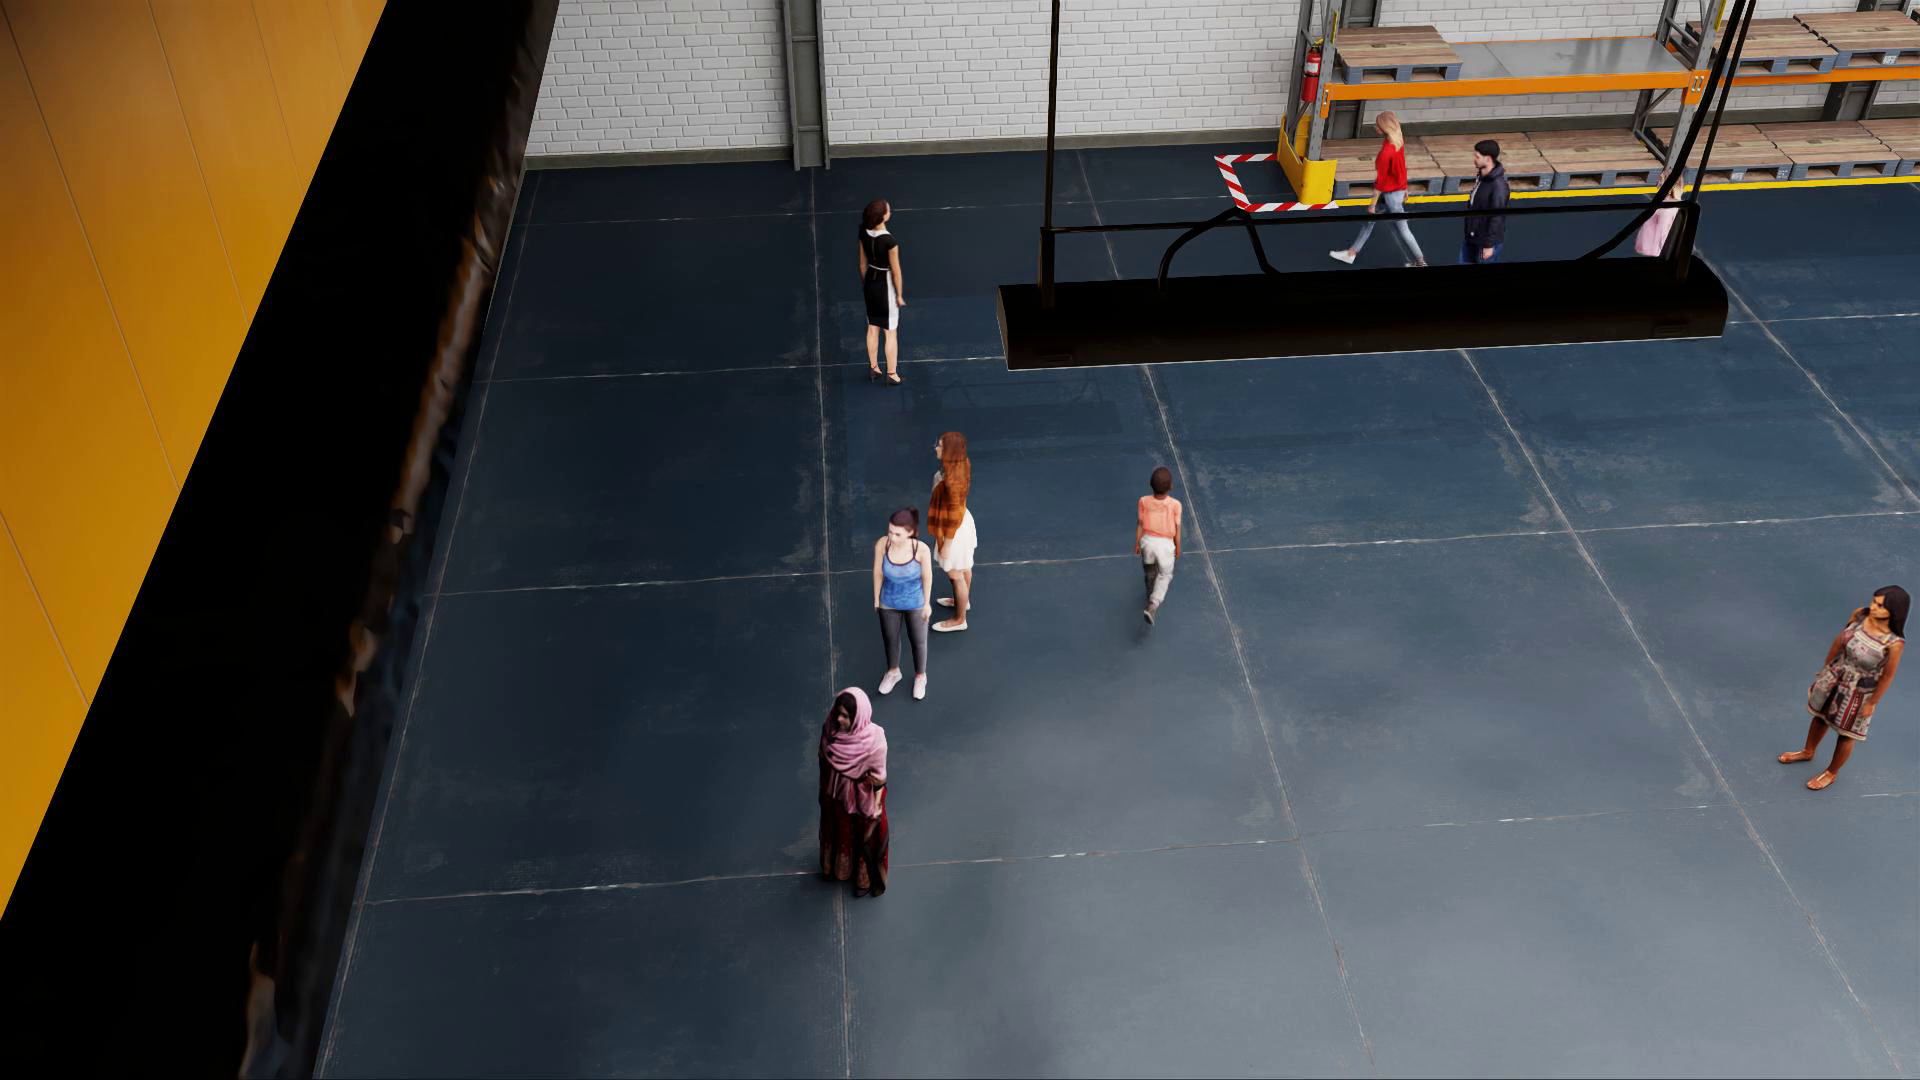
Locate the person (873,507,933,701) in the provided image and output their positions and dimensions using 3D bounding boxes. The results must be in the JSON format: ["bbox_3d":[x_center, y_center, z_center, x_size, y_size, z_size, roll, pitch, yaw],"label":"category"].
[{"bbox_3d":[-0.387,0.431,11.492,0.556,1.609,0.688,9,39,11],"label":"person"}]

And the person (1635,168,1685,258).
[{"bbox_3d":[6.442,-2.610,15.256,1.124,1.664,0.901,13,40,16],"label":"person"}]

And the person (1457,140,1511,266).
[{"bbox_3d":[4.901,-2.771,15.311,1.092,1.847,0.758,-7,39,-9],"label":"person"}]

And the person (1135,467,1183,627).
[{"bbox_3d":[1.448,0.056,12.212,0.794,1.297,0.747,12,40,15],"label":"person"}]

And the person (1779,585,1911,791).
[{"bbox_3d":[5.814,0.939,10.827,0.617,1.645,0.700,-12,40,-15],"label":"person"}]

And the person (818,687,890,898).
[{"bbox_3d":[-0.652,1.511,10.117,0.741,1.637,0.825,21,43,25],"label":"person"}]

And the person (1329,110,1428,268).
[{"bbox_3d":[4.272,-3.310,16.156,1.279,1.635,1.004,17,42,20],"label":"person"}]

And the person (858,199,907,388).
[{"bbox_3d":[-0.693,-2.156,14.583,0.634,1.795,0.702,26,45,28],"label":"person"}]

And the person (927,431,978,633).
[{"bbox_3d":[-0.034,-0.080,12.040,0.630,1.725,0.656,5,39,6],"label":"person"}]
